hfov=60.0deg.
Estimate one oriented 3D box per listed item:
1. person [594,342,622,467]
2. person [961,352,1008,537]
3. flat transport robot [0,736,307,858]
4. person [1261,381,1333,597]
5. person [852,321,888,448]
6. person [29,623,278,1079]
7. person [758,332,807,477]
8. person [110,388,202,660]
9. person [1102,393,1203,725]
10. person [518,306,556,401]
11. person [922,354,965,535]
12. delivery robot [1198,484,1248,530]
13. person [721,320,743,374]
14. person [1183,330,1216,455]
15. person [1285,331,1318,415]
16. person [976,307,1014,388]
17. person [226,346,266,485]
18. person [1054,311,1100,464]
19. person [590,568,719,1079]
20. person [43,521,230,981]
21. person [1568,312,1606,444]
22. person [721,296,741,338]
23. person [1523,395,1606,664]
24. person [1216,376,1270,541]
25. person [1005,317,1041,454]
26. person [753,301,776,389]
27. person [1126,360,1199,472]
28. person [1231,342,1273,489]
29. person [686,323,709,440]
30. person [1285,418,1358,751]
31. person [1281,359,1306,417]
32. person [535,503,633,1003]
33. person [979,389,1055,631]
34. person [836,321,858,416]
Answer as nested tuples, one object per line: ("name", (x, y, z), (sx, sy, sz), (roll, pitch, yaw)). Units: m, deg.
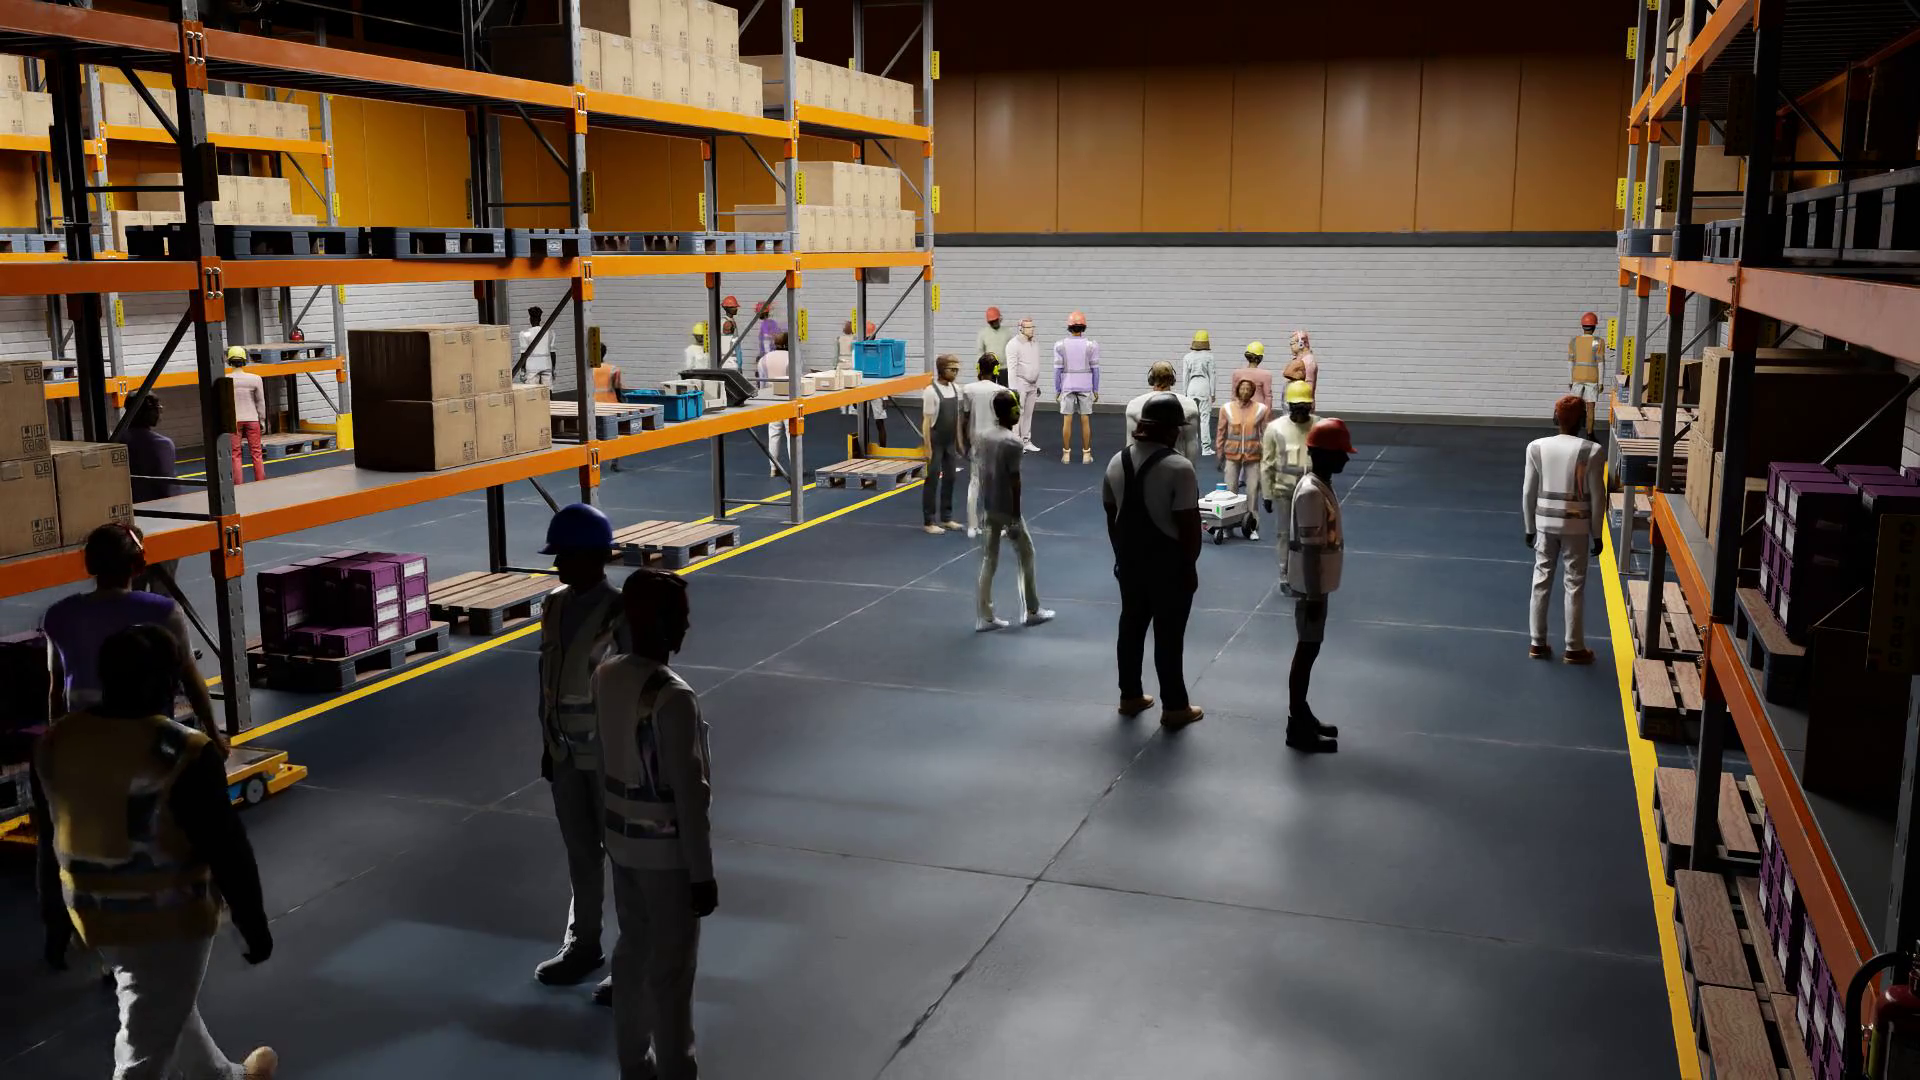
("person", (-4.671, -1.752, 21.728), (0.536, 1.675, 0.687), (-3, 10, -16))
("person", (0.248, -0.944, 16.643), (0.542, 1.862, 0.315), (4, 11, 20))
("flat transport robot", (-4.086, 1.300, 8.480), (0.652, 0.197, 1.431), (3, 11, 18))
("person", (2.795, -0.407, 13.750), (0.619, 1.812, 0.533), (0, 10, -2))
("person", (-1.192, -1.918, 21.942), (0.538, 1.929, 0.382), (3, 11, 18))
("person", (-2.428, 1.134, 5.129), (0.665, 1.789, 0.945), (3, 11, 18))
("person", (-2.212, -1.703, 20.993), (0.619, 1.838, 0.430), (4, 11, 20))
("person", (-5.673, -0.091, 11.617), (0.629, 1.940, 0.377), (4, 11, 23))
("person", (1.236, 0.098, 10.267), (0.537, 2.000, 0.675), (-9, 13, -41))
("person", (-6.647, -2.693, 26.193), (0.608, 1.966, 0.370), (-7, 12, -36))
("person", (-0.181, -0.964, 16.864), (0.372, 1.835, 0.523), (8, 13, 37))
("delivery robot", (2.592, -0.317, 16.525), (0.477, 0.478, 0.707), (8, 13, 37))
("person", (-3.932, -2.927, 28.430), (0.513, 1.642, 0.313), (7, 12, 33))
("person", (3.356, -2.058, 23.245), (0.484, 1.745, 0.298), (6, 12, 32))
("person", (4.085, -1.566, 20.038), (0.401, 1.900, 0.648), (2, 10, 9))
("person", (0.570, -2.720, 26.408), (0.644, 1.934, 0.961), (-1, 10, -4))
("person", (-8.311, -1.356, 19.231), (0.527, 1.768, 0.331), (-6, 12, -31))
("person", (1.560, -2.034, 22.260), (0.607, 2.048, 0.365), (1, 10, 6))
("person", (-0.988, 1.022, 5.506), (0.355, 1.885, 0.575), (-9, 13, -41))
("person", (-3.372, 0.819, 6.887), (0.594, 1.801, 0.934), (1, 10, 8))
("person", (9.191, -2.362, 24.403), (0.545, 1.942, 0.352), (9, 13, 41))
("person", (-3.979, -3.213, 28.902), (0.377, 2.045, 0.605), (1, 10, 5))
("person", (4.239, -0.075, 11.676), (0.572, 1.887, 0.354), (9, 14, 42))
("person", (2.804, -0.810, 16.512), (0.521, 1.639, 0.308), (2, 10, 10))
("person", (0.927, -2.181, 23.478), (0.406, 1.911, 0.639), (8, 13, 38))
("person", (-3.505, -3.302, 29.751), (0.687, 1.910, 0.577), (2, 10, 12))
("person", (1.745, -0.589, 14.424), (0.632, 1.940, 0.372), (1, 10, 4))
("person", (3.520, -1.502, 20.048), (0.526, 1.769, 0.329), (7, 12, 36))
("person", (-3.889, -2.381, 25.031), (0.374, 1.755, 0.532), (9, 13, 41))
("person", (2.103, 0.250, 9.711), (0.373, 1.933, 0.551), (3, 10, 15))
("person", (3.815, -1.247, 18.989), (0.286, 1.633, 0.499), (-2, 10, -11))
("person", (-1.429, 0.816, 6.488), (0.606, 1.948, 0.391), (8, 13, 36))
("person", (0.402, -0.237, 12.723), (0.730, 1.847, 0.536), (-10, 14, -43))
("person", (-1.924, -2.932, 28.527), (0.556, 1.621, 0.360), (6, 12, 30))
